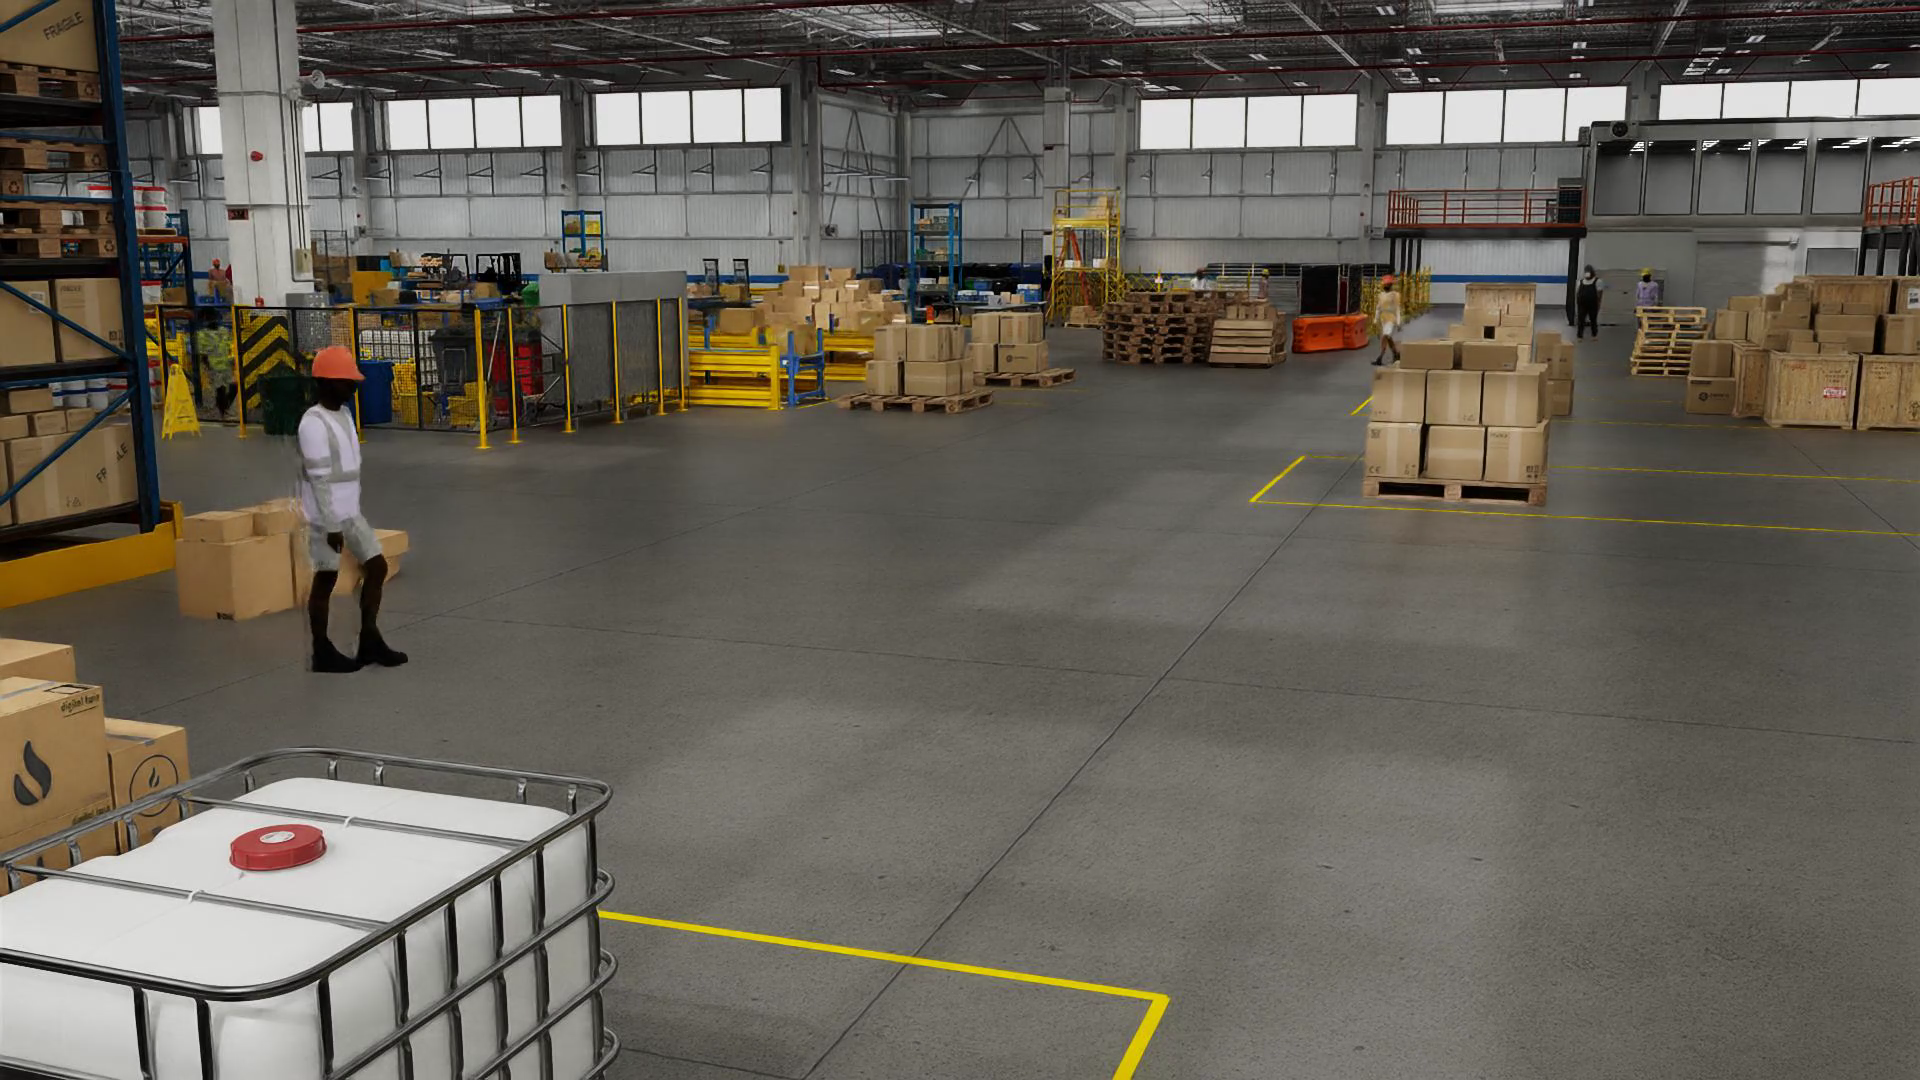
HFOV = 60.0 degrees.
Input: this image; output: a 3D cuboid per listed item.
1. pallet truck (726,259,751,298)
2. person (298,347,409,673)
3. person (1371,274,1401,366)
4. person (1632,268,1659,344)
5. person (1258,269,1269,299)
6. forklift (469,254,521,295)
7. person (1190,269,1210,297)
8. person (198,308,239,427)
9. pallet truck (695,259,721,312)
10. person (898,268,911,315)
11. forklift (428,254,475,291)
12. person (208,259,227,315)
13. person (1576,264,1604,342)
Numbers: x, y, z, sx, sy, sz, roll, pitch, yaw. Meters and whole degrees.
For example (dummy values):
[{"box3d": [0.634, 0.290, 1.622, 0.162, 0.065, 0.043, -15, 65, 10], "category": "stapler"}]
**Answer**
[{"box3d": [-7.986, -9.493, 62.019, 0.823, 1.965, 1.885, 3, 11, 17], "category": "pallet truck"}, {"box3d": [-3.526, -0.157, 9.657, 0.684, 1.915, 0.582, 1, 10, 3], "category": "person"}, {"box3d": [8.958, -4.585, 34.682, 0.970, 1.903, 0.562, -7, 12, -34], "category": "person"}, {"box3d": [17.296, -5.897, 41.964, 0.384, 1.925, 0.593, -7, 12, -34], "category": "person"}, {"box3d": [9.292, -7.399, 50.883, 0.326, 1.767, 0.533, -3, 10, -14], "category": "person"}, {"box3d": [-17.990, -10.121, 64.684, 1.157, 1.987, 2.680, 3, 11, 17], "category": "forklift"}, {"box3d": [6.786, -6.739, 47.012, 0.596, 1.831, 0.997, 4, 11, 21], "category": "person"}, {"box3d": [-10.136, -2.360, 22.768, 0.348, 1.661, 0.588, 4, 11, 20], "category": "person"}, {"box3d": [-9.165, -9.627, 62.776, 0.823, 1.965, 1.885, 4, 11, 23], "category": "pallet truck"}, {"box3d": [-1.633, -6.907, 47.951, 0.540, 1.818, 0.963, 8, 13, 39], "category": "person"}, {"box3d": [-20.133, -10.254, 65.465, 1.157, 1.987, 2.680, 3, 11, 19], "category": "forklift"}, {"box3d": [-26.444, -9.005, 59.272, 0.372, 1.997, 0.621, 9, 14, 43], "category": "person"}, {"box3d": [16.259, -6.136, 42.994, 0.683, 2.000, 0.864, 6, 12, 30], "category": "person"}]
